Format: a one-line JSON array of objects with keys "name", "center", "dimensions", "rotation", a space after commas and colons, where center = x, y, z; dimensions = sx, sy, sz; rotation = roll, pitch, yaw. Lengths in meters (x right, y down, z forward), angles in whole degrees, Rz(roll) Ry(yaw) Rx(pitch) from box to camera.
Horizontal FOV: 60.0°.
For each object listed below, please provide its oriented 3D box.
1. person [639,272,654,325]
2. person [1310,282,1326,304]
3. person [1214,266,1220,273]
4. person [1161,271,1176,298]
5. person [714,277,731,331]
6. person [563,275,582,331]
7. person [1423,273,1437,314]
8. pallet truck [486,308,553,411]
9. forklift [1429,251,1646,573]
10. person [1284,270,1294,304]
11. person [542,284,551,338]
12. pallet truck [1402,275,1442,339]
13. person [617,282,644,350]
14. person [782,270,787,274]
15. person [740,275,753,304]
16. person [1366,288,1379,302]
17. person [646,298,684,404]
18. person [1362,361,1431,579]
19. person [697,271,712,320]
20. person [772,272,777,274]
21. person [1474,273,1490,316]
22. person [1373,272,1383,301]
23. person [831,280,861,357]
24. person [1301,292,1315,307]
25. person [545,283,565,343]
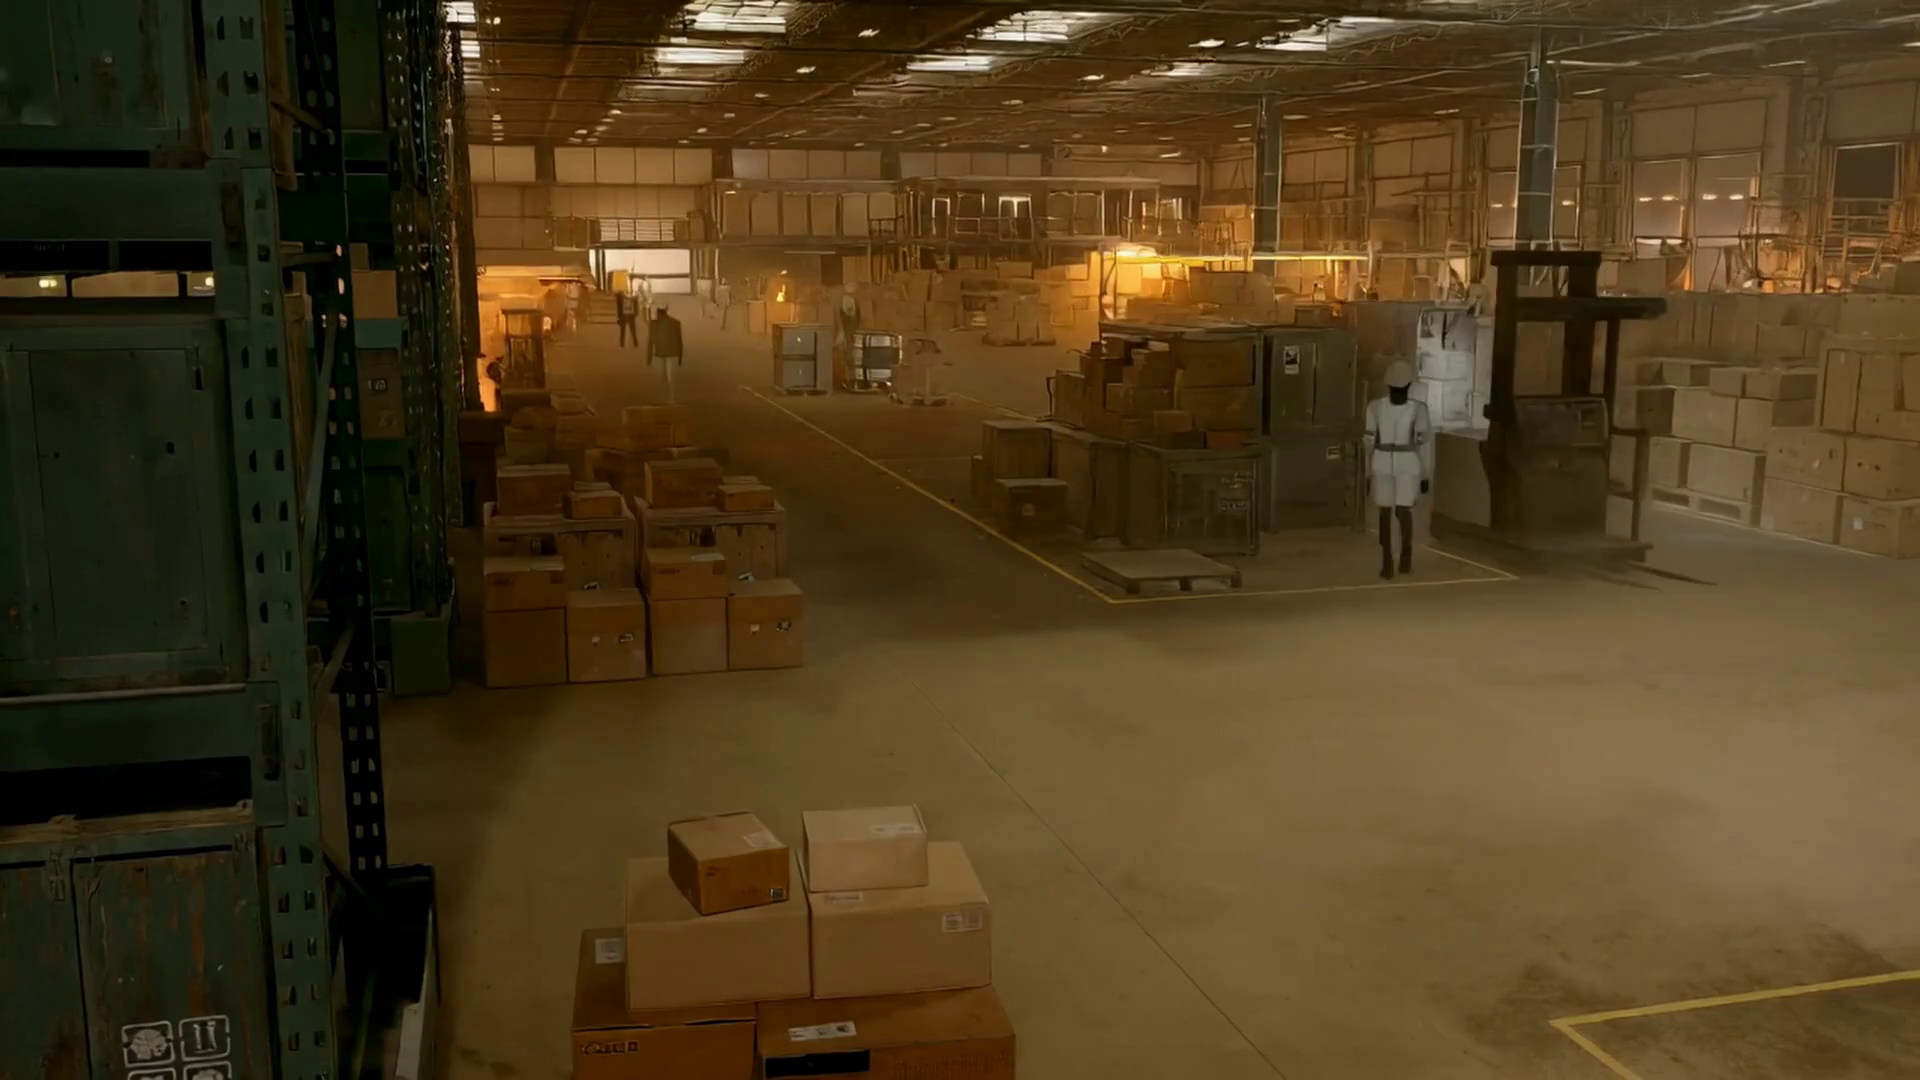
[{"name": "person", "center": [-11.515, -8.873, 61.085], "dimensions": [0.546, 1.939, 0.375], "rotation": [-5, 11, -28]}, {"name": "person", "center": [11.892, -7.735, 55.353], "dimensions": [0.533, 1.690, 0.321], "rotation": [4, 11, 22]}, {"name": "person", "center": [12.564, -12.540, 81.906], "dimensions": [0.540, 1.913, 0.621], "rotation": [9, 14, 42]}, {"name": "person", "center": [7.937, -9.296, 63.480], "dimensions": [0.629, 1.939, 0.372], "rotation": [-3, 10, -16]}, {"name": "person", "center": [-8.059, -7.995, 56.444], "dimensions": [0.535, 1.821, 0.978], "rotation": [1, 10, 4]}, {"name": "person", "center": [-13.110, -8.023, 56.340], "dimensions": [0.563, 1.901, 0.857], "rotation": [-5, 11, -27]}, {"name": "person", "center": [18.903, -9.860, 67.000], "dimensions": [0.675, 1.819, 0.636], "rotation": [-9, 14, -43]}, {"name": "pallet truck", "center": [-6.242, -2.418, 24.362], "dimensions": [0.823, 1.965, 1.885], "rotation": [1, 10, 3]}, {"name": "forklift", "center": [5.287, -1.246, 15.230], "dimensions": [1.129, 2.768, 1.873], "rotation": [-3, 10, -15]}, {"name": "person", "center": [15.747, -12.031, 79.578], "dimensions": [0.546, 1.729, 0.489], "rotation": [2, 10, 13]}, {"name": "person", "center": [-13.039, -7.233, 52.532], "dimensions": [0.328, 1.689, 0.545], "rotation": [0, 10, 2]}, {"name": "pallet truck", "center": [14.620, -7.324, 52.145], "dimensions": [0.823, 1.965, 1.885], "rotation": [8, 13, 40]}, {"name": "person", "center": [-9.146, -6.163, 45.915], "dimensions": [0.620, 1.868, 0.999], "rotation": [-9, 14, -43]}, {"name": "person", "center": [-7.269, -10.271, 69.073], "dimensions": [0.621, 1.906, 1.003], "rotation": [5, 11, 26]}, {"name": "person", "center": [-8.660, -9.880, 67.379], "dimensions": [0.527, 1.730, 0.873], "rotation": [-1, 10, -4]}, {"name": "person", "center": [9.214, -4.688, 37.411], "dimensions": [0.370, 1.929, 0.585], "rotation": [3, 10, 17]}, {"name": "person", "center": [-5.158, -3.203, 28.887], "dimensions": [0.614, 1.966, 0.760], "rotation": [2, 10, 13]}, {"name": "person", "center": [3.745, -0.597, 14.324], "dimensions": [0.553, 1.907, 0.493], "rotation": [4, 11, 23]}, {"name": "person", "center": [-9.967, -9.558, 65.068], "dimensions": [0.614, 1.900, 0.547], "rotation": [-5, 11, -27]}, {"name": "person", "center": [-7.616, -9.952, 67.530], "dimensions": [0.979, 1.833, 0.502], "rotation": [-1, 10, -5]}, {"name": "person", "center": [20.023, -9.305, 63.802], "dimensions": [0.624, 1.845, 0.430], "rotation": [-1, 10, -3]}, {"name": "person", "center": [15.336, -8.847, 60.975], "dimensions": [0.505, 1.926, 0.547], "rotation": [7, 12, 33]}, {"name": "person", "center": [-2.938, -5.751, 43.114], "dimensions": [0.966, 2.000, 0.692], "rotation": [-2, 10, -11]}, {"name": "person", "center": [8.079, -4.861, 38.711], "dimensions": [1.007, 1.832, 0.588], "rotation": [-2, 10, -13]}, {"name": "person", "center": [-12.022, -6.716, 49.345], "dimensions": [0.597, 1.779, 0.950], "rotation": [0, 10, -3]}]
